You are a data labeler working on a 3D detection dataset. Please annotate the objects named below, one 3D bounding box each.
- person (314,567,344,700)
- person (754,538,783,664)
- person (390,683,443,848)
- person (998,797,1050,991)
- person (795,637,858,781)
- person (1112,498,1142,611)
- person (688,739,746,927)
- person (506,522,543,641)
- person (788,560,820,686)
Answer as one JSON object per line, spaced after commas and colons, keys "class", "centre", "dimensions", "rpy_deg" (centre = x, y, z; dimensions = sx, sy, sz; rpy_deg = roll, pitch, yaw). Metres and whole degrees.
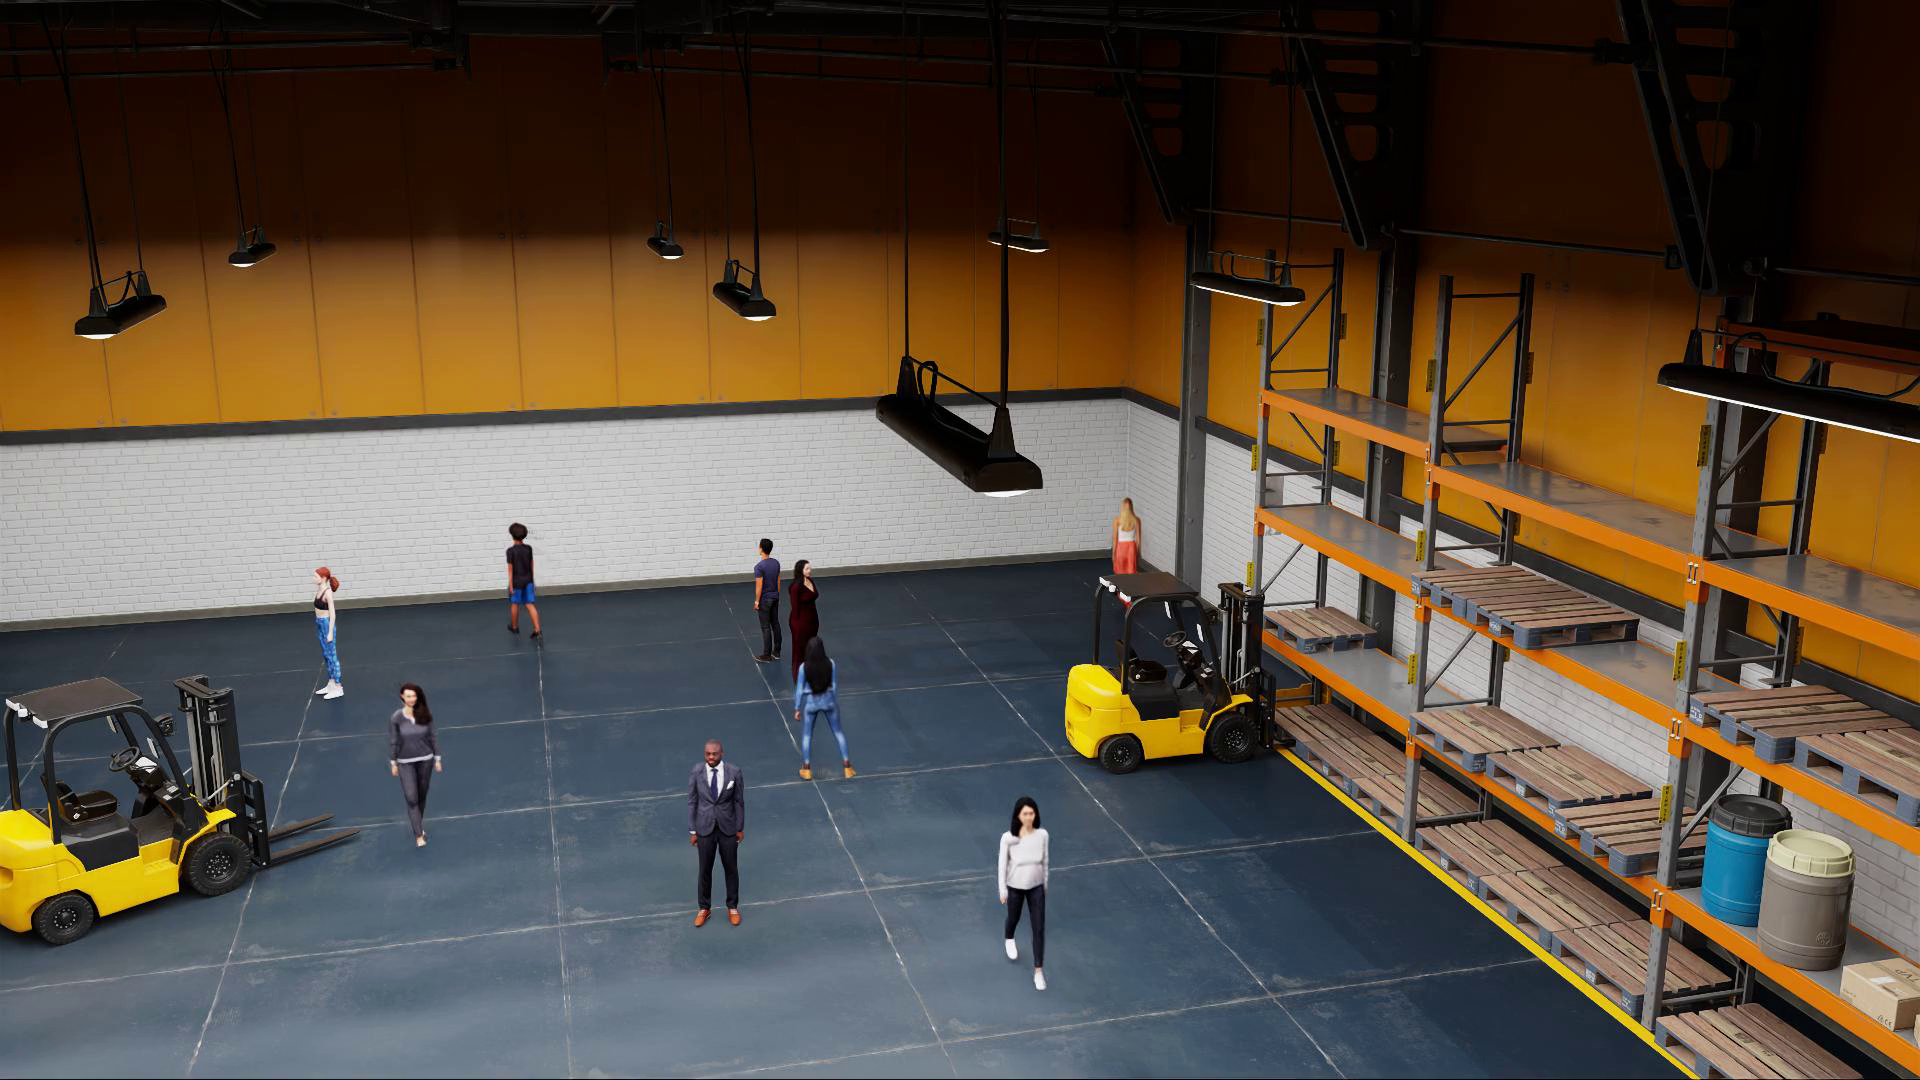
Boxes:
{"class": "person", "centre": [-8.472, 1.226, 22.251], "dimensions": [0.732, 1.785, 0.654], "rpy_deg": [-12, 18, -40]}
{"class": "person", "centre": [-2.739, 0.851, 23.785], "dimensions": [0.742, 1.793, 0.713], "rpy_deg": [10, 17, 35]}
{"class": "person", "centre": [-5.830, 2.348, 17.715], "dimensions": [0.840, 1.740, 1.066], "rpy_deg": [-9, 16, -32]}
{"class": "person", "centre": [0.551, 3.080, 14.873], "dimensions": [0.680, 1.654, 1.136], "rpy_deg": [-3, 14, -11]}
{"class": "person", "centre": [-1.660, 1.968, 19.372], "dimensions": [0.876, 1.698, 0.753], "rpy_deg": [-3, 14, -12]}
{"class": "person", "centre": [2.652, 0.263, 26.289], "dimensions": [0.844, 1.757, 1.286], "rpy_deg": [0, 14, 0]}
{"class": "person", "centre": [-2.320, 2.758, 15.844], "dimensions": [0.732, 1.824, 0.656], "rpy_deg": [-1, 14, -5]}
{"class": "person", "centre": [-6.452, 0.653, 24.672], "dimensions": [0.977, 1.760, 1.261], "rpy_deg": [-11, 18, -39]}
{"class": "person", "centre": [-2.154, 1.117, 22.760], "dimensions": [0.820, 1.757, 0.734], "rpy_deg": [5, 15, 22]}
